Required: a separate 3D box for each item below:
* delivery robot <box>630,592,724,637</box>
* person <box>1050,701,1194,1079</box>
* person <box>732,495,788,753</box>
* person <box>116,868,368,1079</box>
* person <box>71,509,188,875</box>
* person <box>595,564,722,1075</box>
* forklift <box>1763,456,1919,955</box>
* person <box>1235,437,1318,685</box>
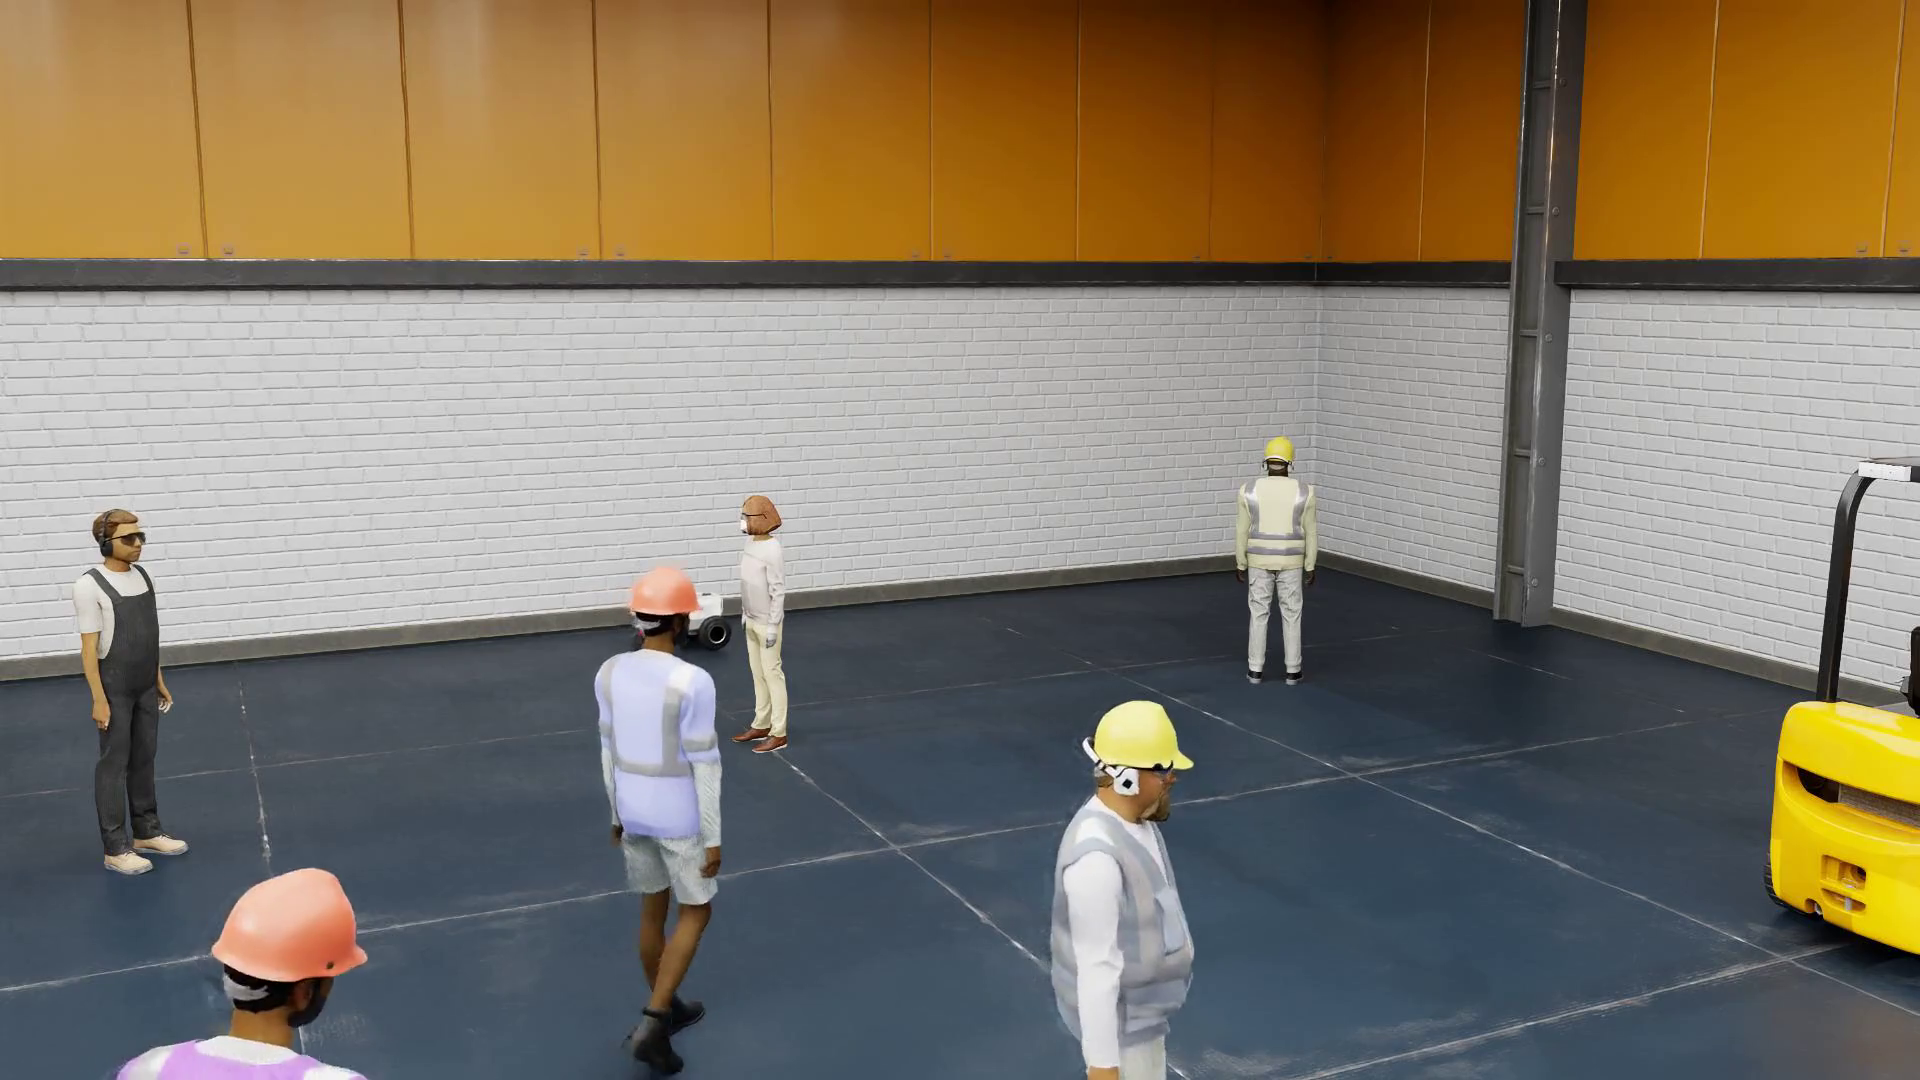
[{"bbox_3d":[-2.274,0.566,13.361,0.707,0.478,0.477,-6,11,-32],"label":"delivery robot"},{"bbox_3d":[0.441,1.353,4.850,0.565,1.816,0.613,3,10,16],"label":"person"},{"bbox_3d":[-1.266,0.526,10.570,0.284,1.633,0.497,-5,11,-30],"label":"person"},{"bbox_3d":[-1.359,1.583,3.272,0.550,1.867,1.000,2,9,13],"label":"person"},{"bbox_3d":[-4.231,0.759,8.466,0.345,1.847,0.508,2,9,12],"label":"person"},{"bbox_3d":[-1.162,1.055,6.394,0.565,1.935,0.537,5,10,29],"label":"person"},{"bbox_3d":[4.857,0.731,7.561,2.313,2.155,1.214,-4,10,-25],"label":"forklift"},{"bbox_3d":[2.328,0.154,12.261,0.600,1.829,0.404,2,9,11],"label":"person"}]
